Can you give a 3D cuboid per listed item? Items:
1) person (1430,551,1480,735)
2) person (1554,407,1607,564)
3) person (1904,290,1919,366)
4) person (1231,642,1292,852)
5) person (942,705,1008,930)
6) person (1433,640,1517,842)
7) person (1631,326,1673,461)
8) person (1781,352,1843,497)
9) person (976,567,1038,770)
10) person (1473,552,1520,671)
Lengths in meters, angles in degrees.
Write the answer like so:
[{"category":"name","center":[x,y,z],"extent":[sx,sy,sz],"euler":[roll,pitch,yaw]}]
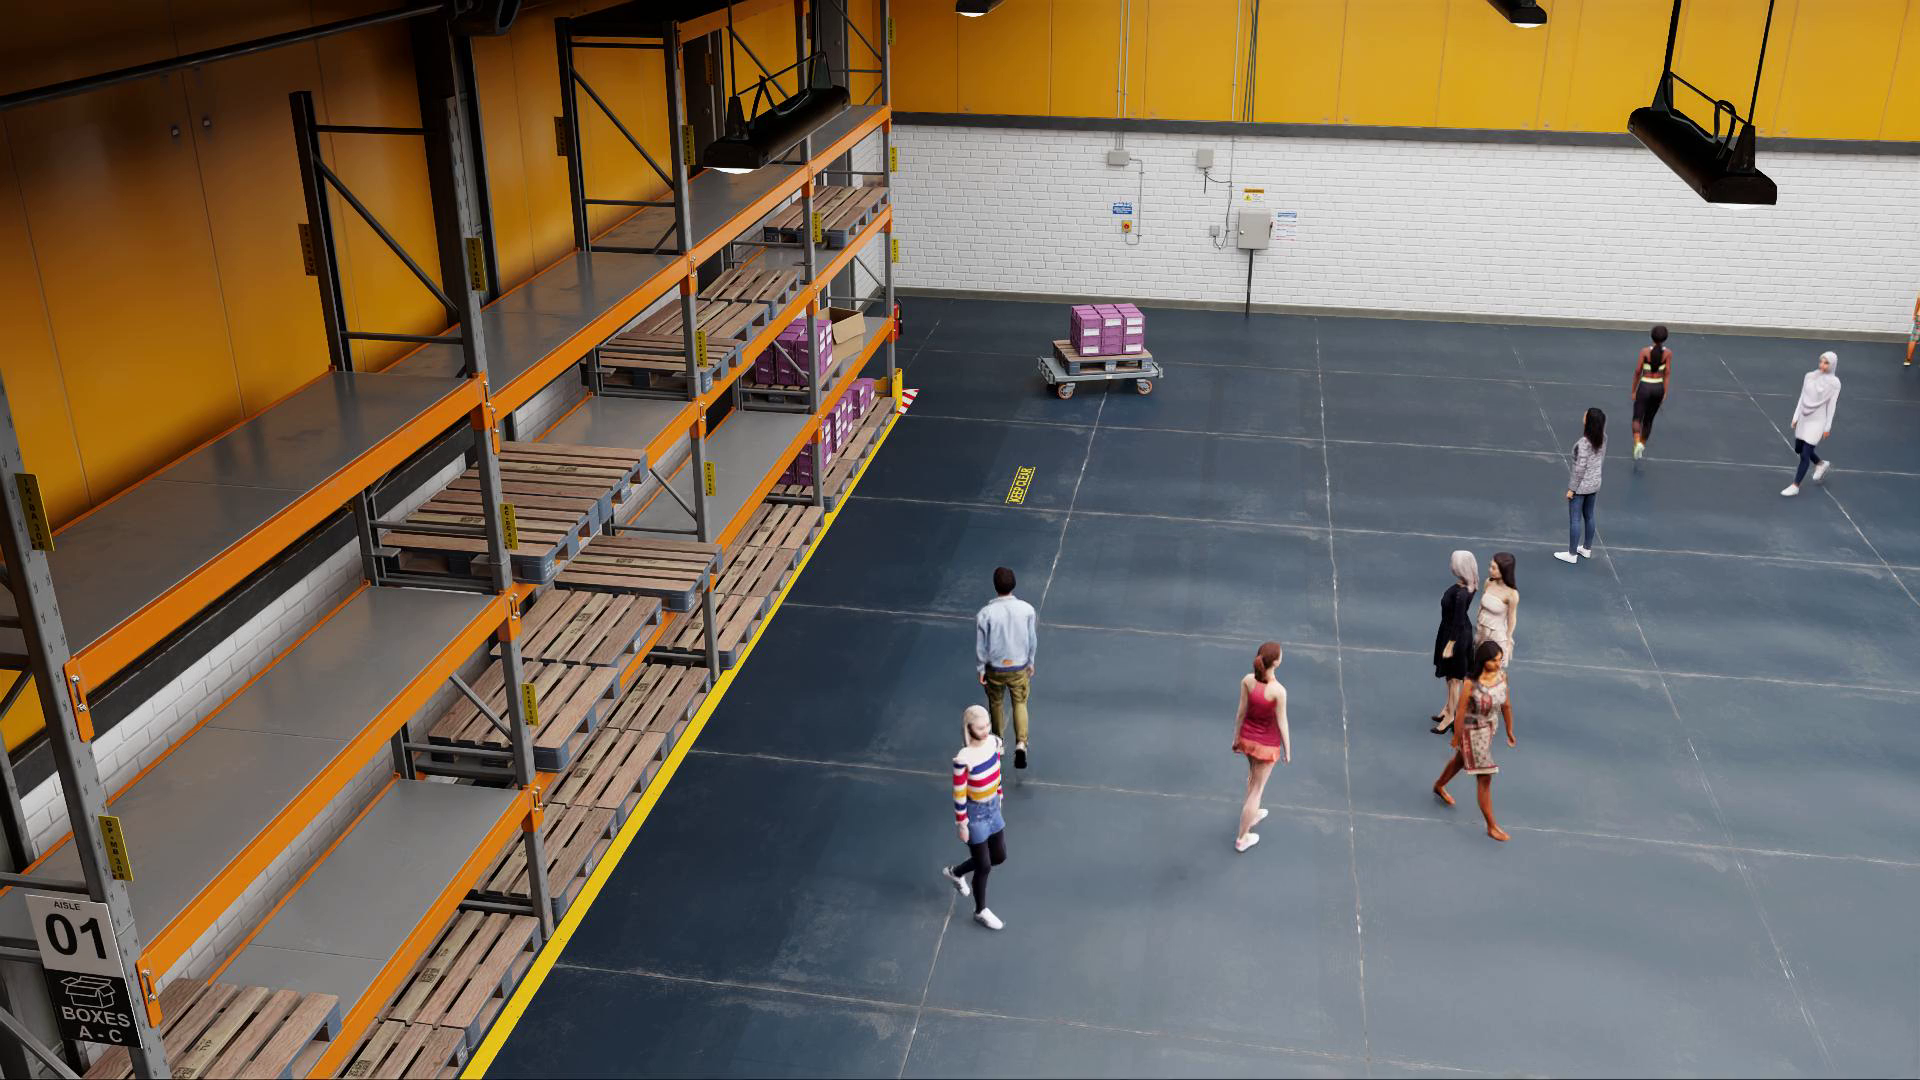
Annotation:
[{"category":"person","center":[4.332,0.885,14.564],"extent":[0.704,1.748,0.567],"euler":[9,25,20]},{"category":"person","center":[6.758,-0.604,17.992],"extent":[0.686,1.731,0.740],"euler":[-15,28,-30]},{"category":"person","center":[14.204,-3.264,24.416],"extent":[0.589,1.458,0.620],"euler":[20,30,38]},{"category":"person","center":[2.269,1.619,12.906],"extent":[0.826,1.730,0.937],"euler":[21,31,39]},{"category":"person","center":[0.086,1.964,12.035],"extent":[0.925,1.796,0.900],"euler":[18,30,36]},{"category":"person","center":[4.089,1.516,13.308],"extent":[1.059,1.598,1.177],"euler":[-12,27,-26]},{"category":"person","center":[8.589,-1.792,20.699],"extent":[0.613,1.739,0.927],"euler":[6,24,14]},{"category":"person","center":[10.182,-1.395,19.766],"extent":[1.010,1.759,1.034],"euler":[-10,26,-22]},{"category":"person","center":[0.412,1.103,14.006],"extent":[0.886,1.796,1.097],"euler":[-4,24,-9]},{"category":"person","center":[4.681,0.893,14.560],"extent":[0.718,1.737,0.628],"euler":[-9,25,-21]}]
